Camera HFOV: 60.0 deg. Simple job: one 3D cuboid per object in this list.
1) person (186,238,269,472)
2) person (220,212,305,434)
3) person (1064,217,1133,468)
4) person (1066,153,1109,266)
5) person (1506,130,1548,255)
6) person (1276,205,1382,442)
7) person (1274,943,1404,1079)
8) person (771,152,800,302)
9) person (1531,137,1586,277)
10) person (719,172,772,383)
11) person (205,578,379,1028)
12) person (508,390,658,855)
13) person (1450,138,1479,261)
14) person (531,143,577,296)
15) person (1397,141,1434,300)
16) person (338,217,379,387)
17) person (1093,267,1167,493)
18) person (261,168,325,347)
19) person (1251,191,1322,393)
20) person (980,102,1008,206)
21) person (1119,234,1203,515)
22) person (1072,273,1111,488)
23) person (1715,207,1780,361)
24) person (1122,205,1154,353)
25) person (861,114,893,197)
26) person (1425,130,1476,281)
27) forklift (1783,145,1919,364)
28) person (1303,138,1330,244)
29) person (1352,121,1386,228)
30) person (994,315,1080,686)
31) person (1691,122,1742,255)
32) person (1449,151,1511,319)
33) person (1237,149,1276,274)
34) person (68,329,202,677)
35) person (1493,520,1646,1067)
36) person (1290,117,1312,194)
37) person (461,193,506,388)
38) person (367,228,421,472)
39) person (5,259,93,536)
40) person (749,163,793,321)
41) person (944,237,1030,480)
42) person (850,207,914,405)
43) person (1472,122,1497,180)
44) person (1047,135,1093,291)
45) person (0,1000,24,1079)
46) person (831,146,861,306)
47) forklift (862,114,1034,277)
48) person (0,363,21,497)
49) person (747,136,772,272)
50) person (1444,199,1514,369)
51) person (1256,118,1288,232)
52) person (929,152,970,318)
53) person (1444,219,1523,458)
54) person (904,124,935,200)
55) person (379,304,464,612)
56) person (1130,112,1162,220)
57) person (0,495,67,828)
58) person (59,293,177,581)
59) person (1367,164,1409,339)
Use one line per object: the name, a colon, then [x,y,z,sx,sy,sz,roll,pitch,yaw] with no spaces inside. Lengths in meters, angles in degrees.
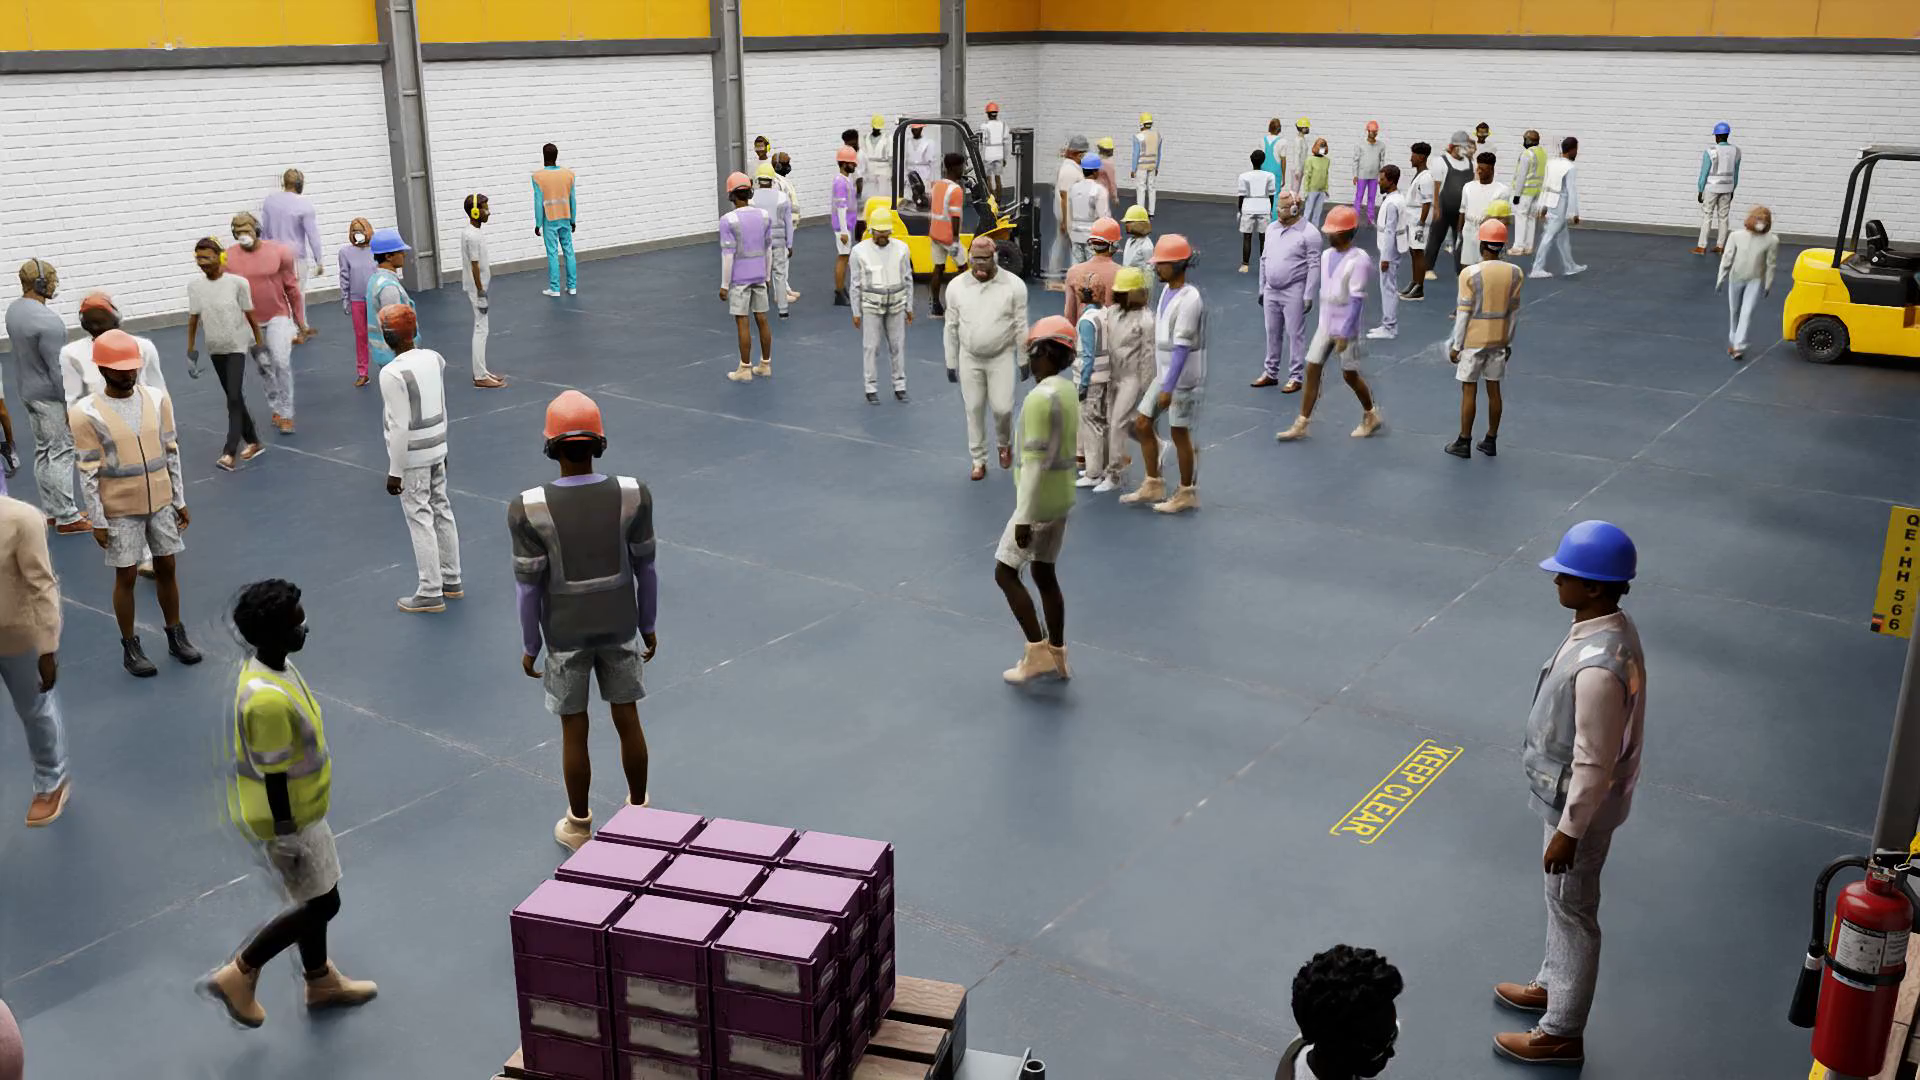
person: [-5.854,-1.458,13.149,0.561,1.826,0.949,1,18,4]
person: [-5.995,-1.856,14.287,0.641,1.897,0.830,-4,18,-13]
person: [1.123,-1.543,13.157,0.611,1.996,0.379,8,20,25]
person: [1.500,-3.521,19.418,0.389,1.949,0.604,-17,24,-42]
person: [8.447,-5.167,24.769,0.636,1.830,0.429,-17,24,-42]
person: [3.204,-1.802,13.981,0.809,2.034,0.620,-10,20,-28]
person: [0.770,1.646,3.657,0.320,1.698,0.537,3,18,10]
person: [-2.214,-3.924,20.852,0.429,1.844,0.627,1,18,5]
person: [8.264,-4.505,22.597,0.920,1.877,0.627,-1,18,-5]
person: [-2.108,-2.563,16.285,0.605,2.035,0.392,-17,24,-42]
person: [-2.411,0.945,5.853,0.462,1.685,0.535,-6,19,-18]
person: [-1.586,0.370,7.095,0.608,2.044,0.370,-9,20,-26]
person: [7.128,-4.791,23.598,0.580,1.823,0.792,-1,18,-2]
person: [-5.152,-4.078,21.212,0.592,1.919,0.392,-16,24,-40]
person: [5.748,-4.005,20.904,0.361,1.963,0.618,2,18,6]
person: [-5.734,-2.305,16.124,0.500,1.633,0.282,-3,18,-10]
person: [1.326,-1.242,12.671,0.741,1.715,0.493,-12,21,-33]
person: [-7.202,-3.074,18.094,0.657,1.901,0.765,7,19,21]
person: [3.097,-2.363,15.871,0.403,1.902,0.651,-15,23,-39]
person: [0.593,-6.971,30.248,0.563,1.920,0.445,-9,20,-27]
person: [1.442,-1.158,11.905,0.637,2.025,0.630,-5,18,-15]
person: [1.005,-1.216,12.711,0.311,1.638,0.523,6,19,18]
person: [8.206,-2.676,17.370,0.517,1.582,0.857,11,21,31]
person: [1.705,-2.369,16.146,0.315,1.743,0.487,-6,19,-18]
person: [-1.349,-6.080,27.495,0.635,1.898,0.519,7,19,20]
person: [6.602,-4.494,22.312,0.685,2.000,0.605,-4,18,-13]
forklift: [9.803,-2.879,17.013,2.313,2.155,1.214,12,21,33]
person: [5.539,-5.409,25.835,0.505,1.631,0.278,-11,21,-30]
person: [6.852,-6.130,27.888,0.563,1.755,0.323,-3,18,-9]
person: [0.439,-0.190,8.953,0.410,1.988,0.731,8,19,24]
person: [11.260,-5.218,24.749,0.604,1.939,0.416,-2,18,-7]
person: [6.093,-3.551,19.485,0.607,1.966,0.367,16,23,40]
person: [4.078,-4.521,22.951,0.529,1.697,0.321,0,18,-1]
person: [-4.477,-0.196,9.064,0.398,1.929,0.539,13,22,35]
person: [2.100,0.871,5.684,0.387,1.948,0.602,6,19,19]
person: [5.848,-6.373,28.634,0.331,1.768,0.526,6,19,18]
person: [-4.632,-2.402,16.066,0.324,1.862,0.511,-5,18,-16]
person: [-4.354,-1.423,12.854,0.381,1.951,0.605,-9,20,-27]
person: [-6.280,-0.975,11.499,0.634,1.929,0.387,14,23,38]
person: [-2.251,-3.482,19.486,0.600,1.829,0.404,-2,18,-7]
person: [0.201,-1.399,12.869,0.678,1.890,0.445,3,18,10]
person: [-0.715,-2.157,15.364,0.603,1.818,0.403,-6,19,-18]
person: [8.094,-5.587,26.034,0.507,1.860,0.334,5,18,15]
person: [1.558,-4.203,21.403,0.917,2.000,0.699,0,18,0]
person: [-2.251,1.537,3.632,0.629,1.932,0.365,3,18,8]
person: [-1.394,-3.873,20.543,0.378,1.932,0.551,0,18,0]
forklift: [-0.171,-4.594,22.377,2.313,2.155,1.214,1,18,3]
person: [-6.081,-0.531,10.219,0.510,1.859,0.327,-10,20,-29]
person: [-2.718,-4.676,23.160,0.535,1.868,0.309,3,18,10]
person: [5.297,-2.571,16.807,0.579,1.722,0.494,-3,18,-10]
person: [5.101,-5.949,27.201,0.500,1.838,0.346,11,21,32]
person: [-0.112,-3.584,19.614,0.565,1.941,0.630,-12,21,-32]
person: [4.245,-1.627,13.513,0.542,1.938,0.360,-4,18,-13]
person: [-0.668,-5.845,26.735,0.551,1.920,0.476,8,19,24]
person: [-3.277,-0.493,10.052,0.337,1.882,0.584,4,18,13]
person: [3.203,-6.465,28.815,0.590,1.833,0.403,-11,21,-30]
person: [-4.111,0.450,7.006,0.624,1.924,1.071,-5,18,-15]
person: [-5.358,-0.652,10.622,0.573,1.829,1.008,-5,18,-14]
person: [4.781,-3.196,18.466,0.383,1.911,0.593,5,19,17]
